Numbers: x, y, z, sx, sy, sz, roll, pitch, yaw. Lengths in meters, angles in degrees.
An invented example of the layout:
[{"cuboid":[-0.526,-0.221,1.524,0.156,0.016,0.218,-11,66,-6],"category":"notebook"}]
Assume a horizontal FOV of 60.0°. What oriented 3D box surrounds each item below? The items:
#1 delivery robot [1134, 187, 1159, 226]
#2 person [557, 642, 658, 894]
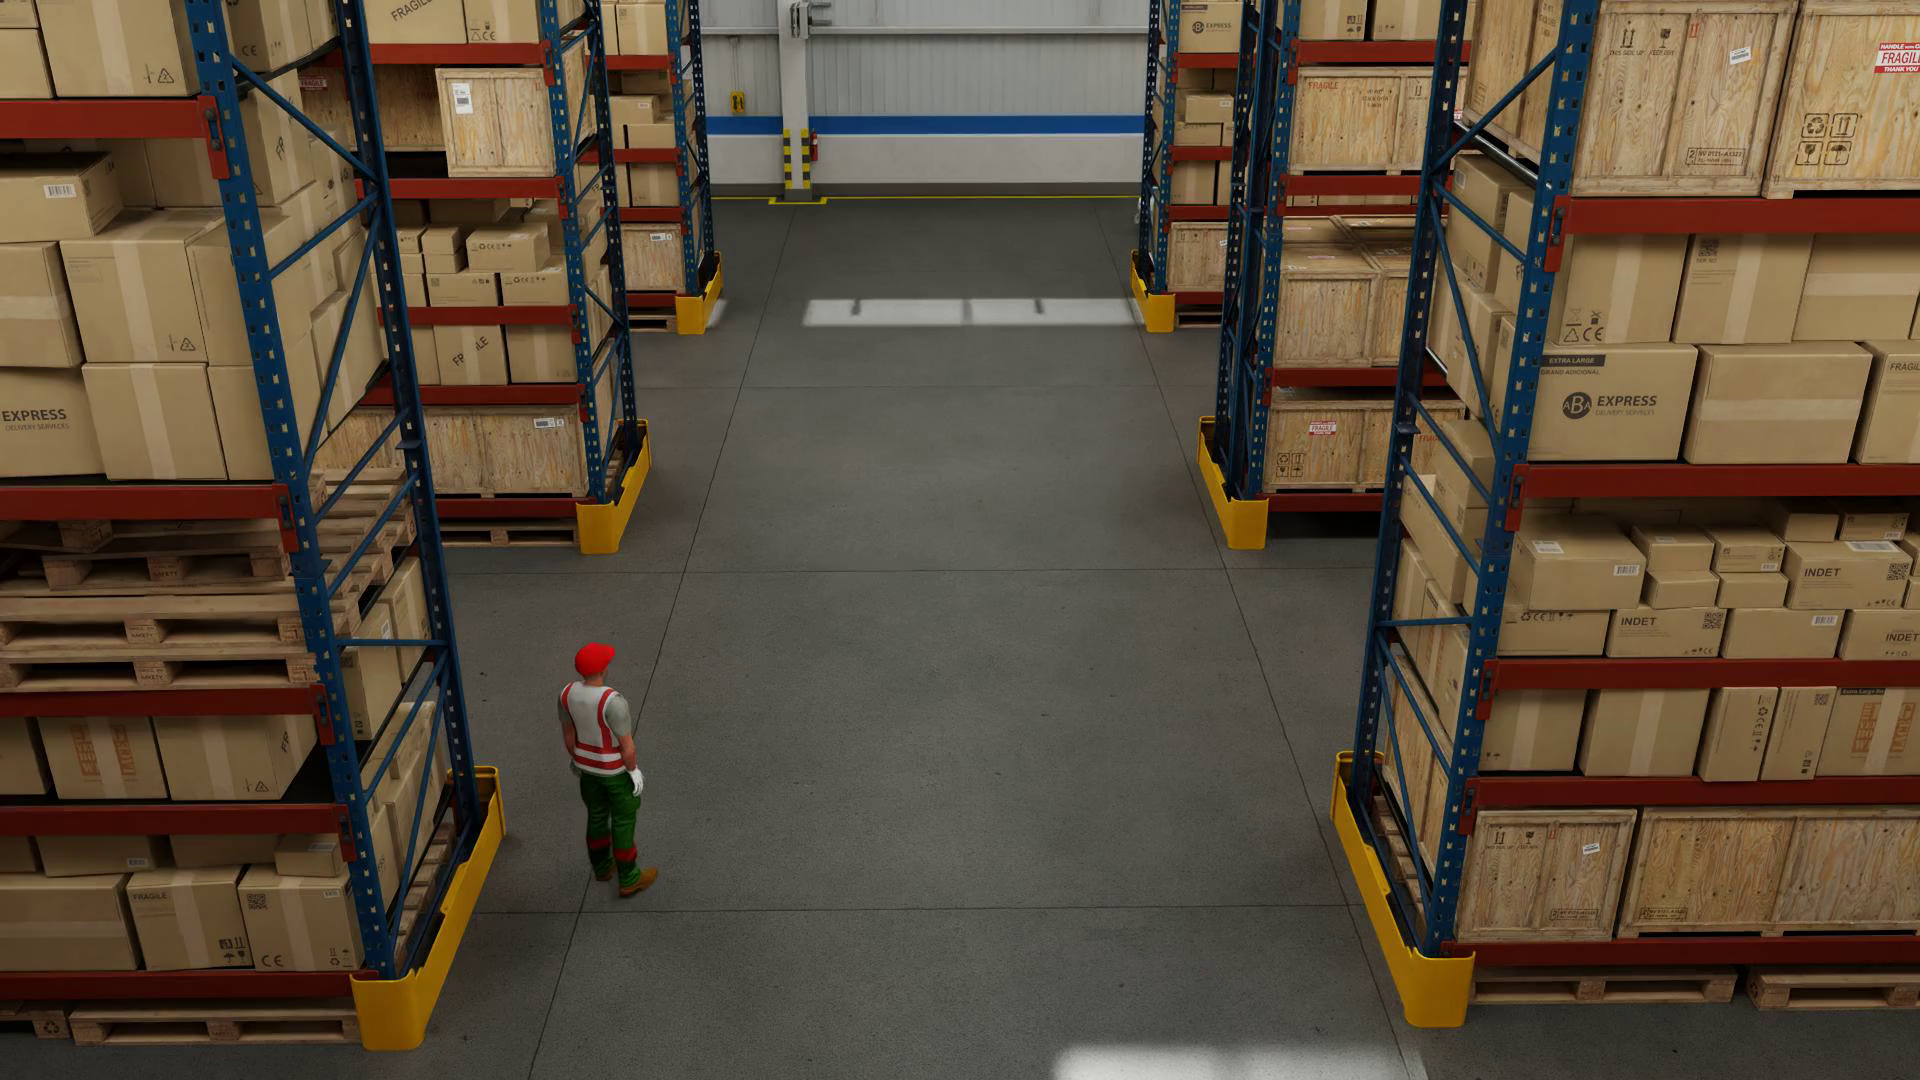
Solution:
[{"cuboid":[3.110,-5.396,27.003,0.667,0.535,0.733,15,29,28],"category":"delivery robot"},{"cuboid":[-2.280,1.445,10.760,0.554,1.801,0.377,11,27,22],"category":"person"}]
